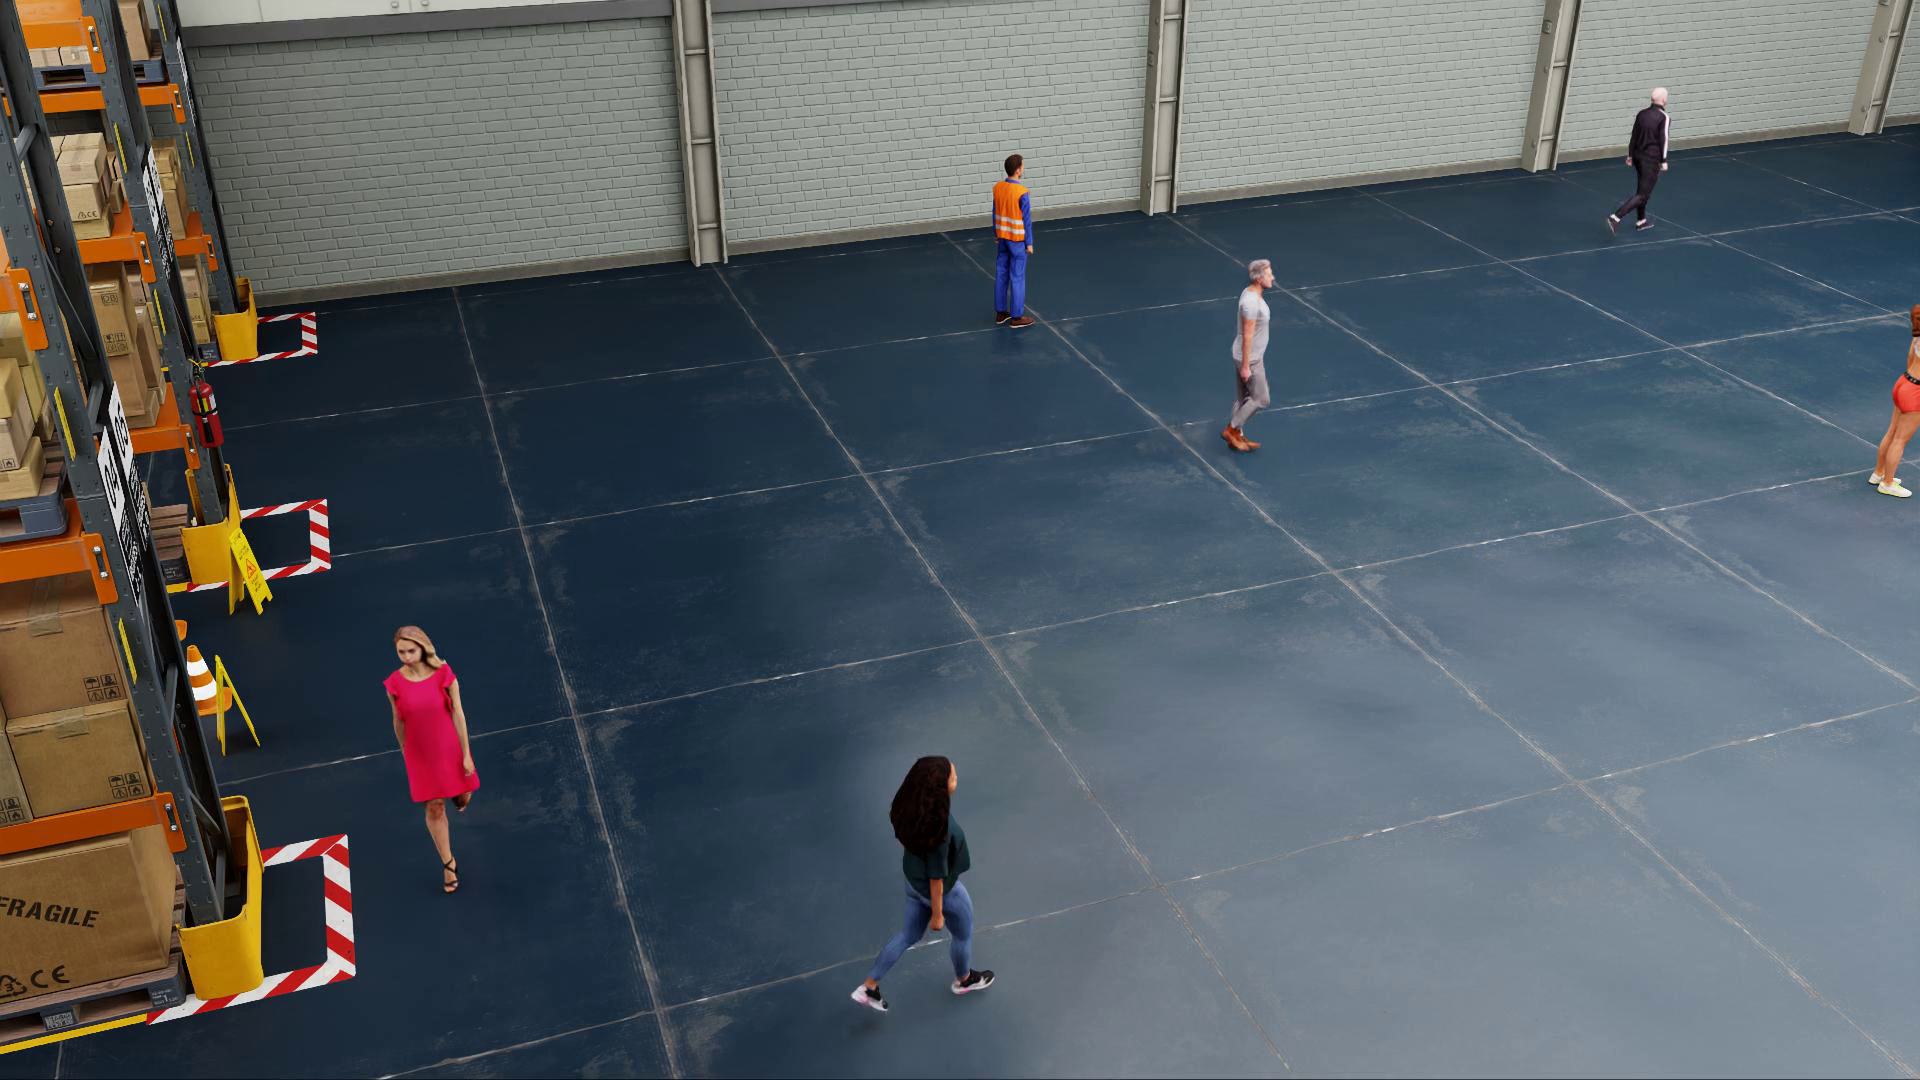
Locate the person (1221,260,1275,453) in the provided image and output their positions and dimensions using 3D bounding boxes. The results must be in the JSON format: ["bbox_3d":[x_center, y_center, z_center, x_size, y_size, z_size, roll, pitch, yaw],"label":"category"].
[{"bbox_3d":[2.500,-1.638,14.900,0.837,1.819,0.835,5,28,9],"label":"person"}]

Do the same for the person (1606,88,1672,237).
[{"bbox_3d":[8.407,-4.625,20.526,1.127,1.803,0.660,-10,30,-18],"label":"person"}]

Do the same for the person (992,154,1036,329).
[{"bbox_3d":[0.563,-3.209,17.802,0.763,1.864,0.783,-25,37,-38],"label":"person"}]

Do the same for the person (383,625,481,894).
[{"bbox_3d":[-3.033,1.197,9.697,0.892,1.706,0.729,-5,29,-10],"label":"person"}]

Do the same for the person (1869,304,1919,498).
[{"bbox_3d":[8.133,-1.255,14.209,0.715,1.791,0.675,6,29,10],"label":"person"}]

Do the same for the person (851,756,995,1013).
[{"bbox_3d":[-0.220,1.824,8.647,1.068,1.586,0.653,-13,31,-23],"label":"person"}]
